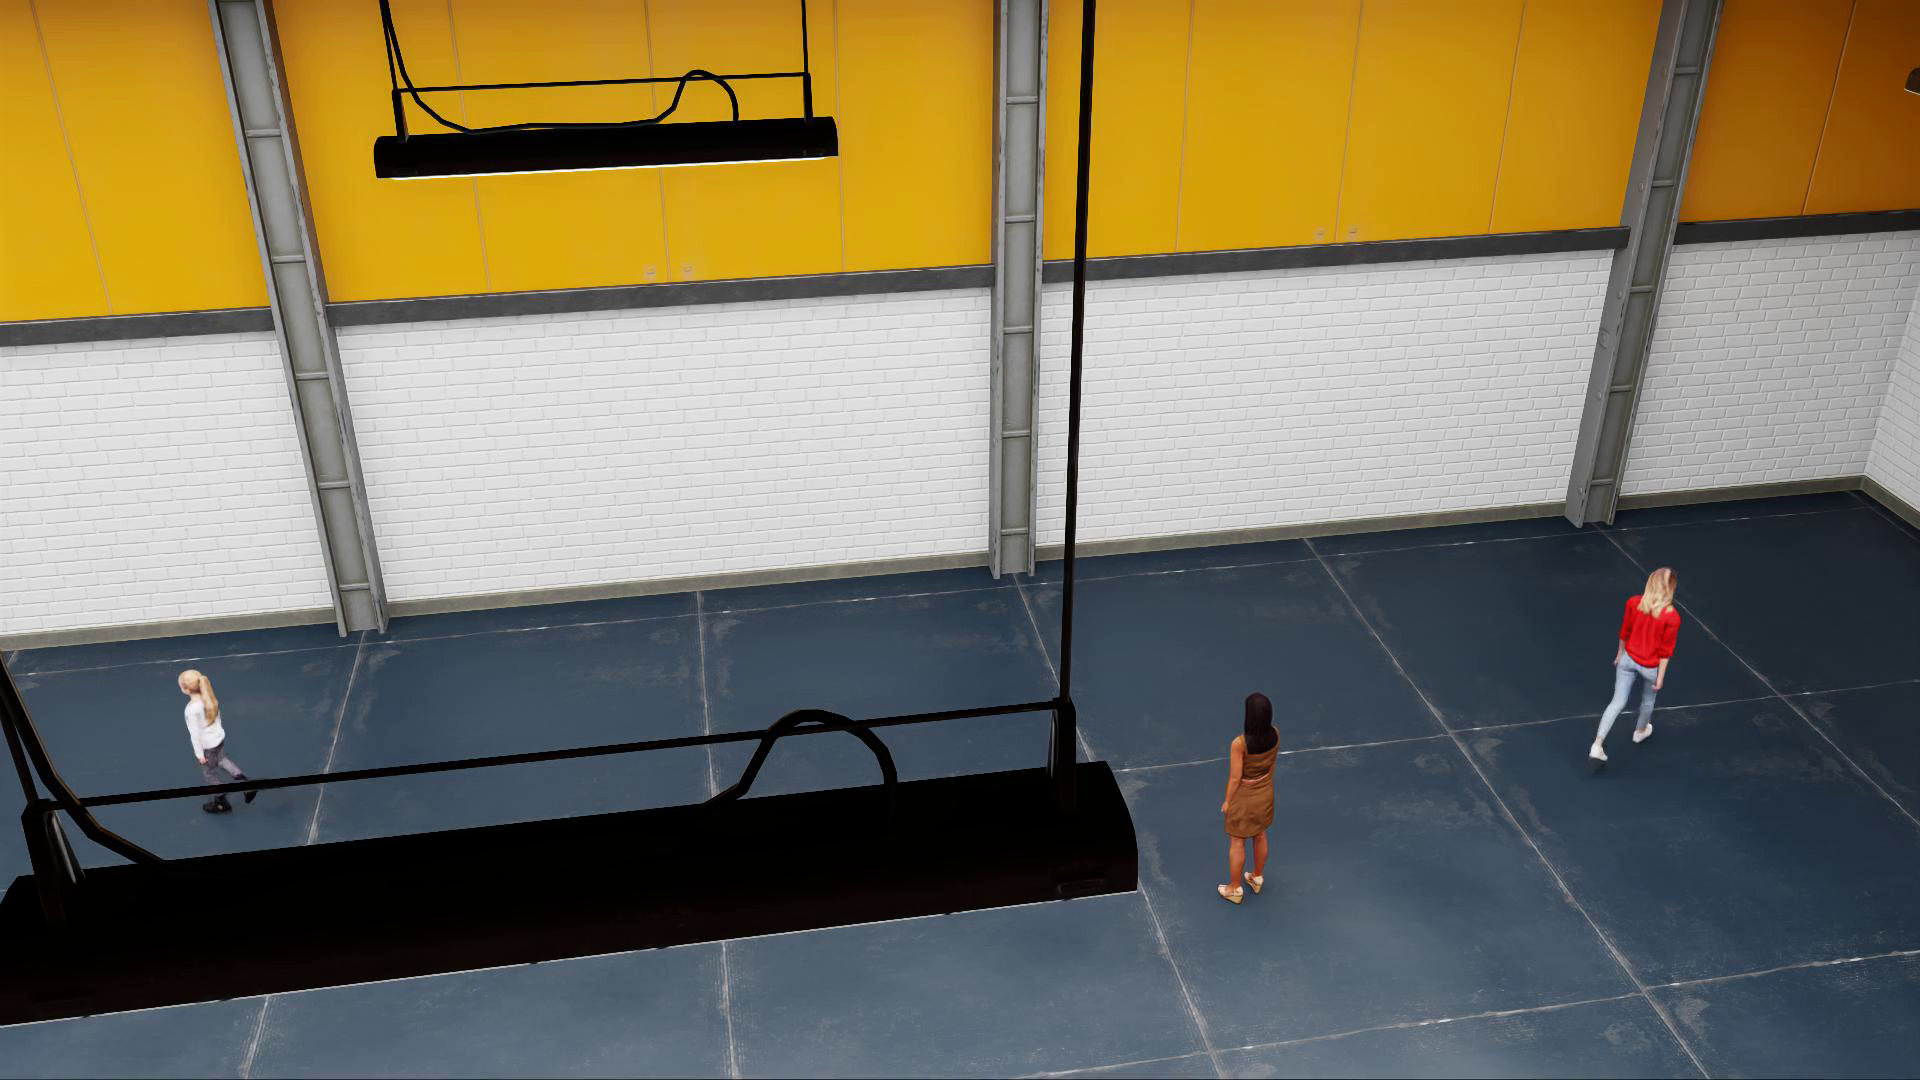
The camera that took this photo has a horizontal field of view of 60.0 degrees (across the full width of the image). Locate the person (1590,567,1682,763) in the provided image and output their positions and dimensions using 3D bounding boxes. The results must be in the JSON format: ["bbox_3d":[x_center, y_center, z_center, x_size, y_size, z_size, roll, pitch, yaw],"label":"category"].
[{"bbox_3d":[5.265,1.008,12.966,1.201,1.669,1.021,-25,37,-37],"label":"person"}]

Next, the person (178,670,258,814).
[{"bbox_3d":[-5.559,1.513,12.459,0.734,1.269,0.610,4,29,7],"label":"person"}]

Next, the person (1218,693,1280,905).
[{"bbox_3d":[2.005,1.784,11.523,0.569,1.689,0.699,-17,33,-28],"label":"person"}]
